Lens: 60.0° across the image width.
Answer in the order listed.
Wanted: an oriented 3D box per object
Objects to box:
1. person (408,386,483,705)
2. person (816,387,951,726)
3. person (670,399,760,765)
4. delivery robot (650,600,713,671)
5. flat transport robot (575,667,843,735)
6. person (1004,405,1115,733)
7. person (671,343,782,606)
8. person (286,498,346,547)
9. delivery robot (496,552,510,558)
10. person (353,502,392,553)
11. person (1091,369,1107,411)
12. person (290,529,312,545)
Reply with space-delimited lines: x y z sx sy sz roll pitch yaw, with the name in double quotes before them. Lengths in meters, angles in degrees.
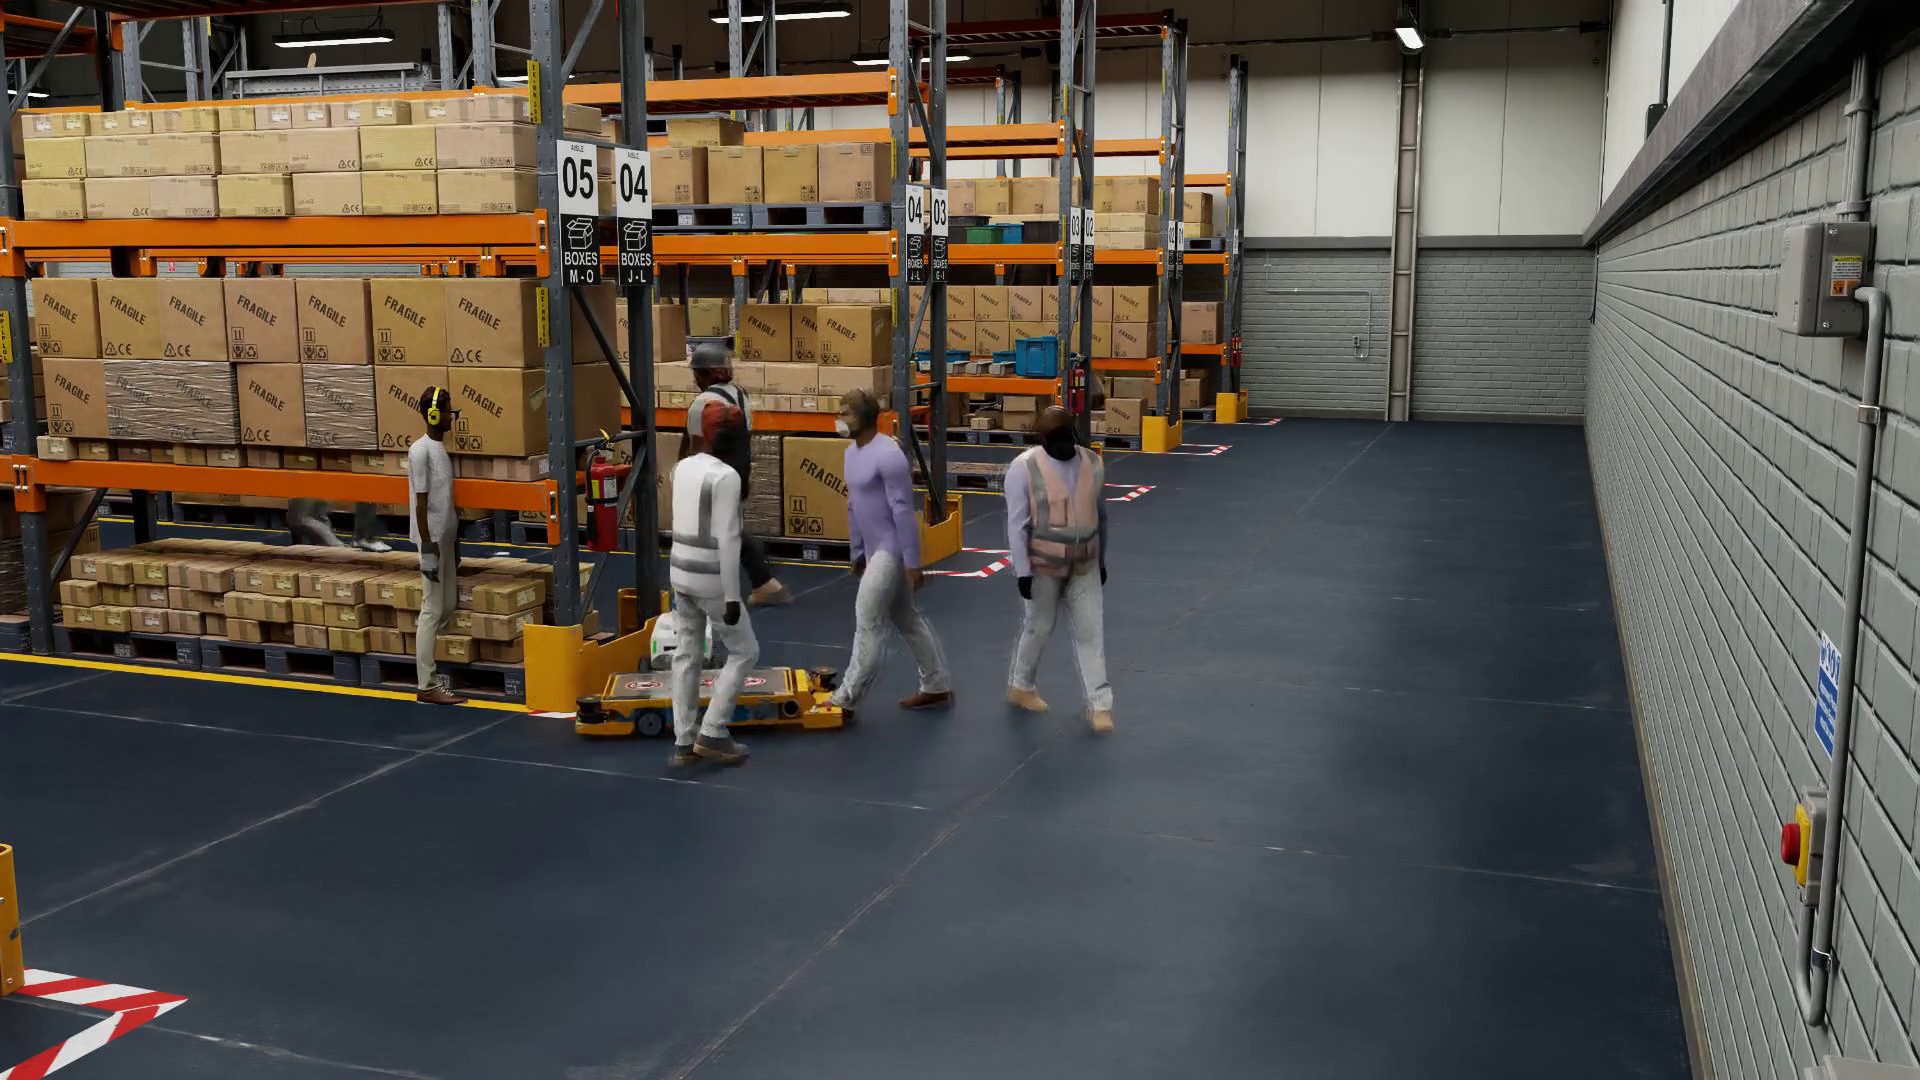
"person" -3.024 0.032 9.699 0.333 1.860 0.510 0 9 2
"person" -0.464 0.088 9.312 0.960 1.878 0.643 -4 10 -22
"person" -1.264 0.225 8.436 0.469 1.868 0.614 -8 12 -41
"delivery robot" -1.656 0.598 9.919 0.477 0.478 0.707 -1 9 -7
"flat transport robot" -1.389 0.888 9.284 1.431 0.197 0.652 -1 9 -7
"person" 0.541 0.145 9.281 0.645 1.804 0.820 -4 10 -22
"person" -1.776 -0.528 12.618 1.009 2.000 0.693 3 10 19
"person" -4.994 -0.530 13.012 0.545 1.916 0.642 2 9 10
"delivery robot" -3.181 0.328 11.605 0.707 0.478 0.477 3 10 18
"person" -5.269 -0.839 14.979 0.662 1.907 0.599 3 10 17
"person" 2.089 -2.504 25.327 0.523 1.916 0.586 3 10 20
"person" -5.521 -0.718 14.124 0.357 1.936 0.551 2 9 14
